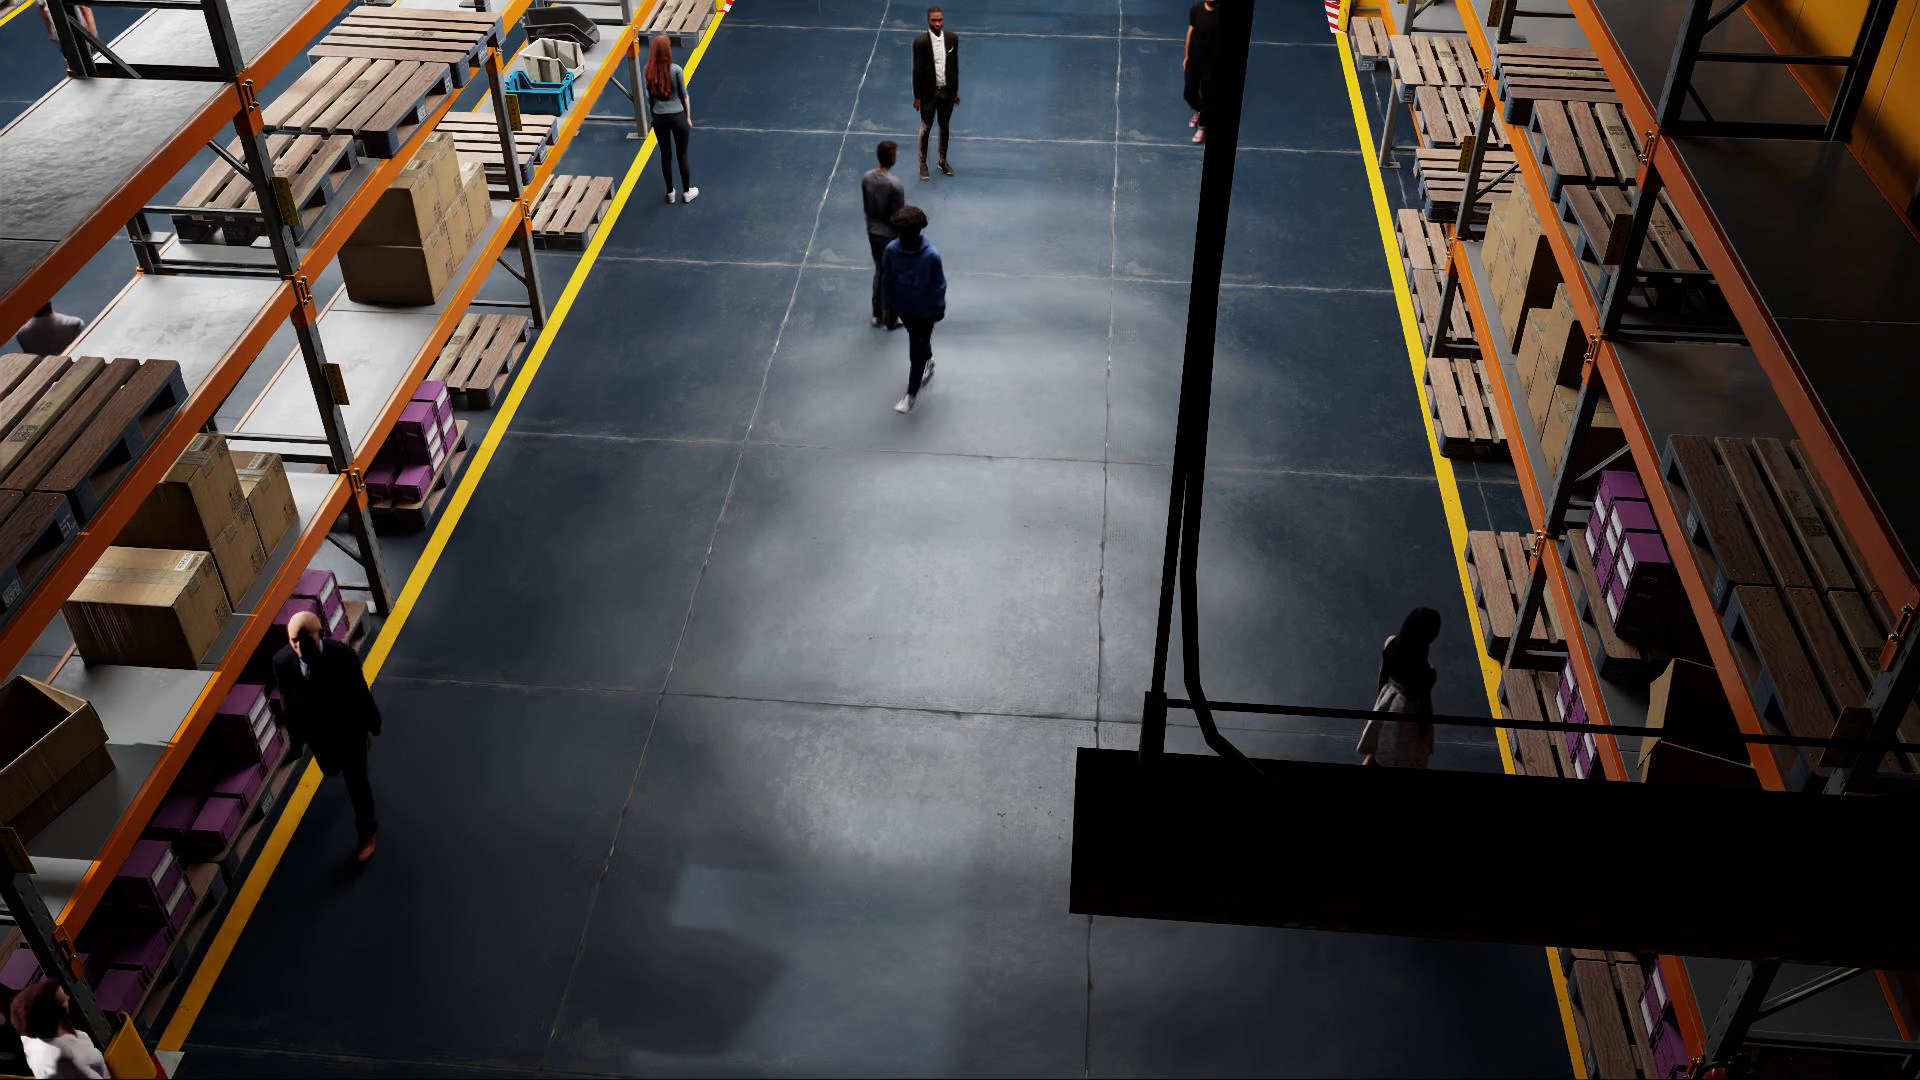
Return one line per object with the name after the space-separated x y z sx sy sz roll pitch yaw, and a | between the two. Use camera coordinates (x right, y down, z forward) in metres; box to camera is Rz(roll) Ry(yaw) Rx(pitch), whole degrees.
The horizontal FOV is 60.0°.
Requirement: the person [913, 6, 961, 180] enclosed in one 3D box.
-0.247 -4.627 17.177 0.741 1.799 0.717 -15 41 -18 | person

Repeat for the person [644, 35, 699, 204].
-2.913 -4.216 16.708 0.563 1.743 0.523 3 39 4 | person

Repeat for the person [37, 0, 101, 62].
-9.776 -5.543 18.333 0.914 1.789 1.081 -10 40 -13 | person

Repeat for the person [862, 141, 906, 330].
-0.657 -2.680 14.779 0.721 1.750 0.747 27 46 29 | person

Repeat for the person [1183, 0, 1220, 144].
2.664 -5.187 17.917 0.776 1.752 0.849 16 41 19 | person

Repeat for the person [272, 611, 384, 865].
-3.773 1.070 10.058 0.754 1.781 1.114 -2 39 -3 | person

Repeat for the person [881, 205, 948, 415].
-0.351 -2.010 13.935 0.929 1.757 1.284 13 41 16 | person

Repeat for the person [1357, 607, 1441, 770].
2.641 1.111 10.011 0.829 1.777 0.743 -17 42 -20 | person
